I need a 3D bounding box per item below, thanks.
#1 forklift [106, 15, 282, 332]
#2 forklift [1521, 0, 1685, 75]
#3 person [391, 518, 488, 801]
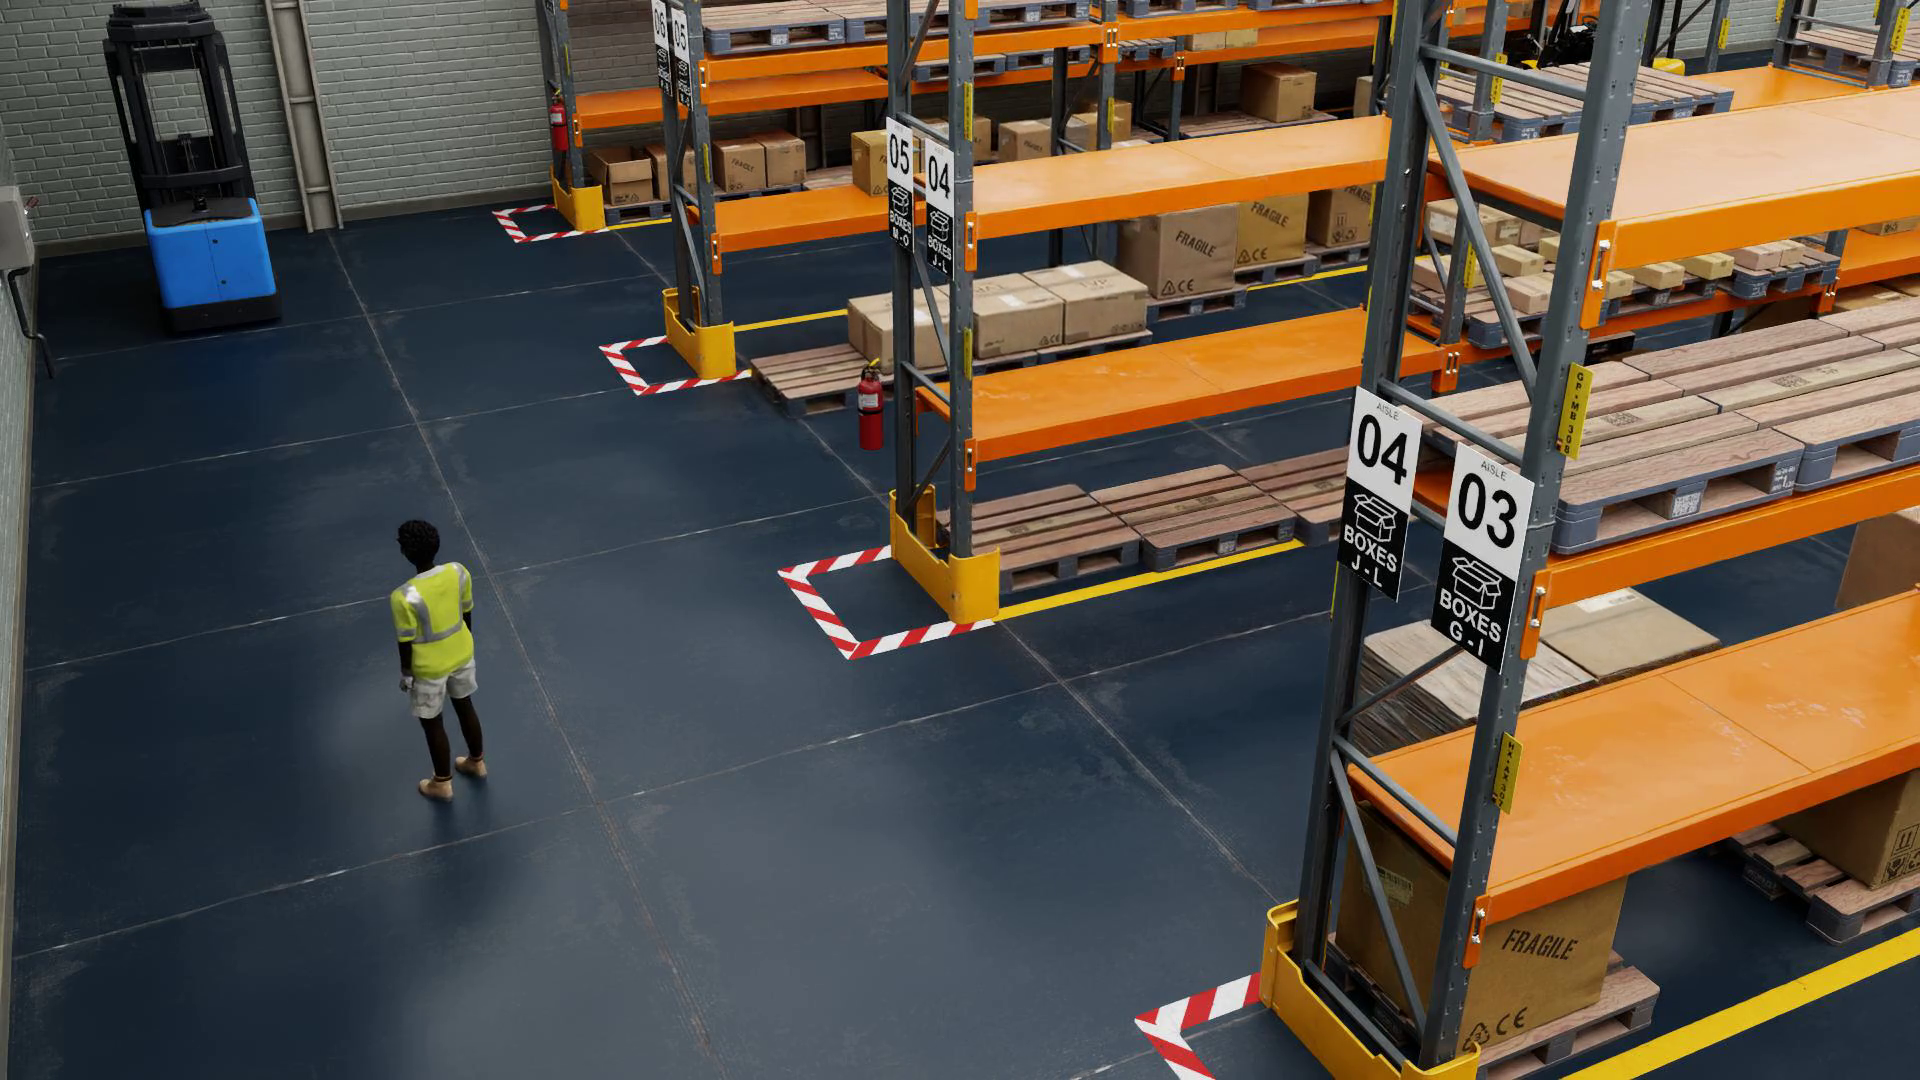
[{"bbox_3d":[-7.548,-3.672,16.323,1.129,2.768,1.873,-12,30,-22],"label":"forklift"},{"bbox_3d":[8.950,-6.807,23.056,1.214,2.155,2.313,-12,30,-22],"label":"forklift"},{"bbox_3d":[-2.902,0.664,9.292,0.319,1.687,0.538,15,31,27],"label":"person"}]
